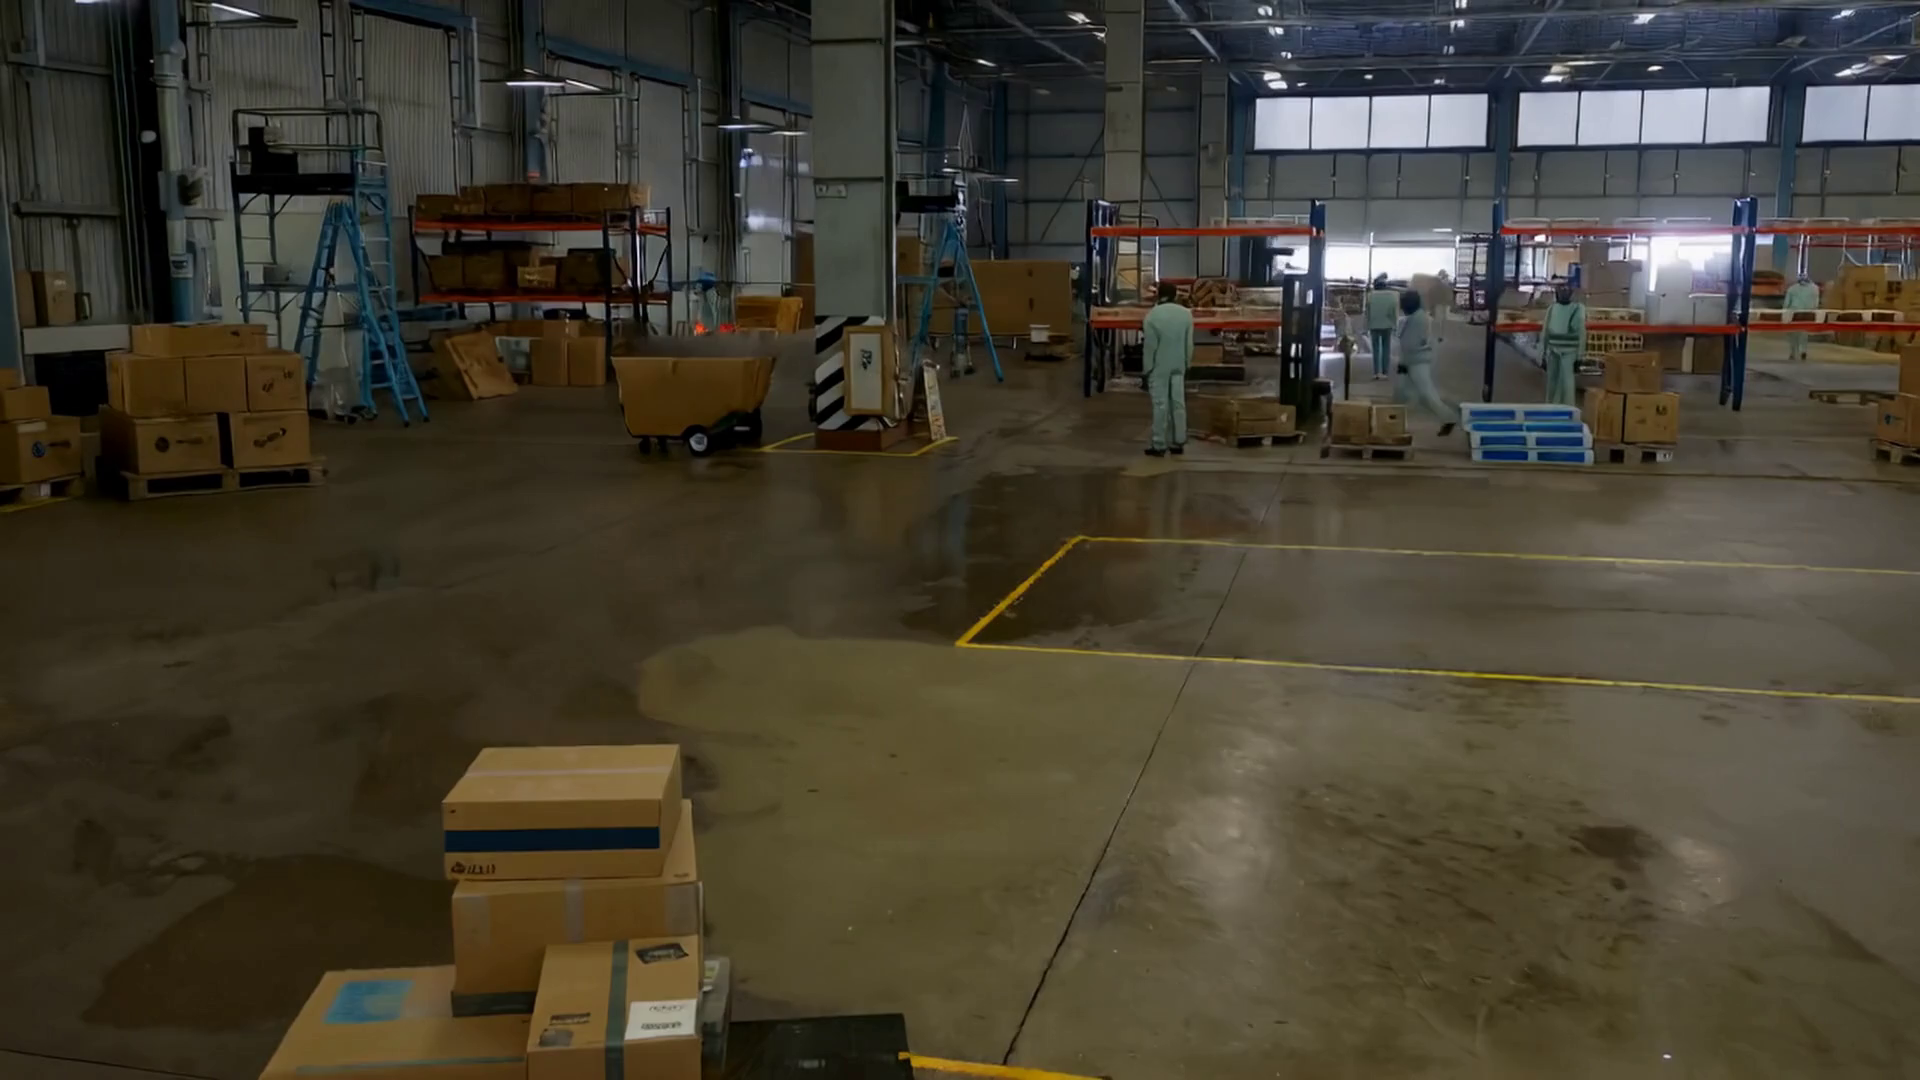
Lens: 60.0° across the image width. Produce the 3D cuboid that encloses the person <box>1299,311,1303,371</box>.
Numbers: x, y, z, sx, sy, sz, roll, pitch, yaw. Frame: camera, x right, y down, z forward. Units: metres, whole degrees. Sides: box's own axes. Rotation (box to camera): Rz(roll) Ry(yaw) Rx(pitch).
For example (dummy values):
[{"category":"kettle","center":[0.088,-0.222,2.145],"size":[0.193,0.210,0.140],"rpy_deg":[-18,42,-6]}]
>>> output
[{"category":"person","center":[6.706,-4.094,31.875],"size":[0.485,1.739,0.320],"rpy_deg":[-8,13,-39]}]

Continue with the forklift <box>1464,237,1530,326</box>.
[{"category":"forklift","center":[16.958,-8.148,52.376],"size":[1.873,2.768,1.129],"rpy_deg":[2,10,14]}]

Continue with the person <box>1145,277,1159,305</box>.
[{"category":"person","center":[4.951,-6.002,43.287],"size":[0.740,1.671,0.540],"rpy_deg":[-4,11,-24]}]

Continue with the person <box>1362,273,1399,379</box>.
[{"category":"person","center":[7.609,-3.876,30.148],"size":[0.604,1.887,0.886],"rpy_deg":[1,10,5]}]

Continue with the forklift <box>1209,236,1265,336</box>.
[{"category":"forklift","center":[7.727,-6.784,44.348],"size":[1.873,2.768,1.129],"rpy_deg":[8,12,38]}]

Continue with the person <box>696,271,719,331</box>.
[{"category":"person","center":[-4.472,-3.792,29.503],"size":[0.371,1.935,0.551],"rpy_deg":[0,10,-2]}]

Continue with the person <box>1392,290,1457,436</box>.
[{"category":"person","center":[5.657,-2.169,20.410],"size":[0.969,1.798,0.633],"rpy_deg":[2,10,14]}]

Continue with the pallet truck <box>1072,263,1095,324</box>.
[{"category":"pallet truck","center":[4.325,-8.180,55.162],"size":[0.823,1.965,1.885],"rpy_deg":[6,11,31]}]

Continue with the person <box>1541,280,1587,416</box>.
[{"category":"person","center":[7.895,-2.457,21.805],"size":[0.354,1.883,0.572],"rpy_deg":[-9,13,-42]}]

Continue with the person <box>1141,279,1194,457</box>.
[{"category":"person","center":[2.261,-1.877,18.231],"size":[0.630,1.938,0.371],"rpy_deg":[-5,11,-29]}]

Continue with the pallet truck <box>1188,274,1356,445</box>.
[{"category":"pallet truck","center":[3.653,-2.138,19.590],"size":[1.885,1.965,0.823],"rpy_deg":[-4,10,-20]}]

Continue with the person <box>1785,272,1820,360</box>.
[{"category":"person","center":[18.002,-4.795,35.590],"size":[0.648,1.881,1.067],"rpy_deg":[3,10,20]}]

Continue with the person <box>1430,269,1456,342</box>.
[{"category":"person","center":[12.490,-6.064,43.038],"size":[0.633,1.885,1.025],"rpy_deg":[0,10,0]}]
